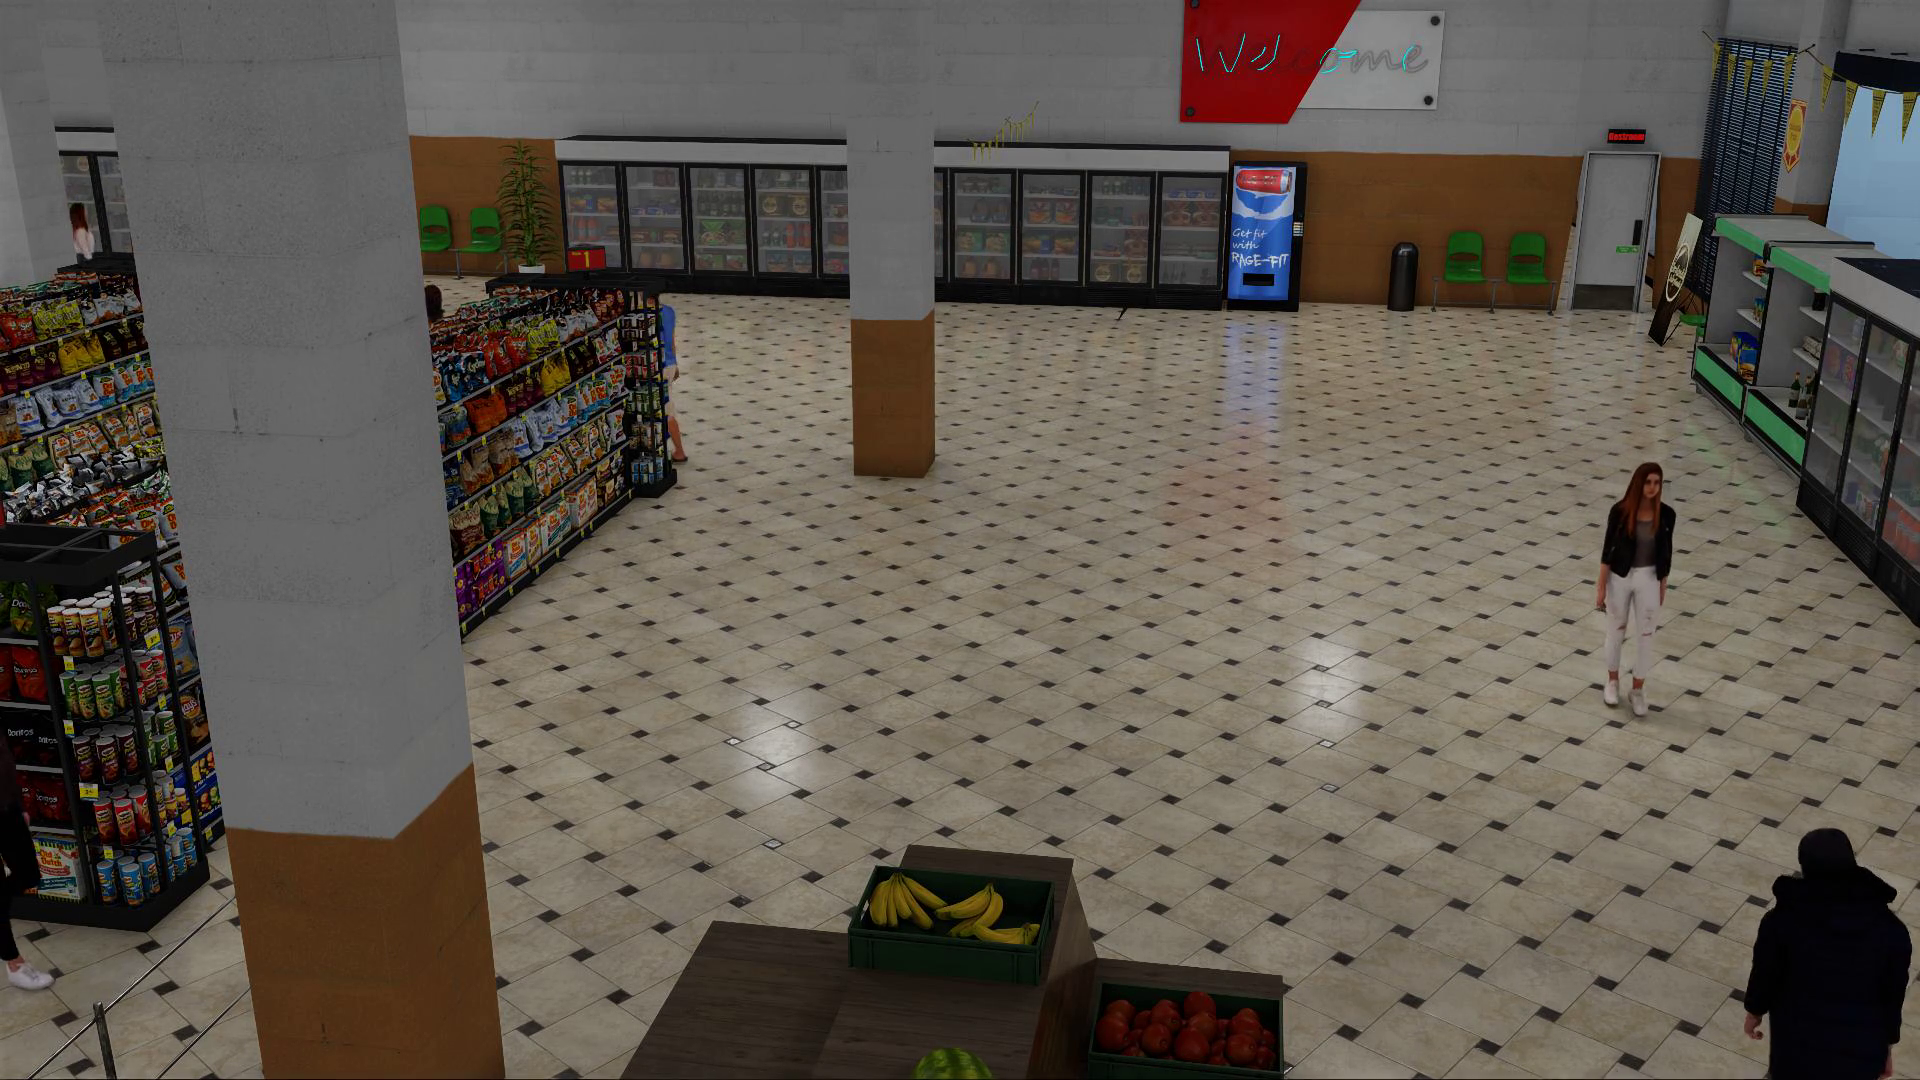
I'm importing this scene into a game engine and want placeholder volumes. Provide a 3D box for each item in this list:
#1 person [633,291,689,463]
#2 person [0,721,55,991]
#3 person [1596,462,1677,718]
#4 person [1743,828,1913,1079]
[{"bbox_3d":[-2.929,-1.672,16.601,0.965,1.822,1.179,11,21,28],"label":"person"},{"bbox_3d":[-4.673,1.342,7.865,0.698,1.693,0.715,4,19,11],"label":"person"},{"bbox_3d":[4.445,0.279,11.026,0.636,1.687,0.703,6,20,18],"label":"person"},{"bbox_3d":[3.292,1.919,6.256,0.720,1.629,0.855,9,21,25],"label":"person"}]
